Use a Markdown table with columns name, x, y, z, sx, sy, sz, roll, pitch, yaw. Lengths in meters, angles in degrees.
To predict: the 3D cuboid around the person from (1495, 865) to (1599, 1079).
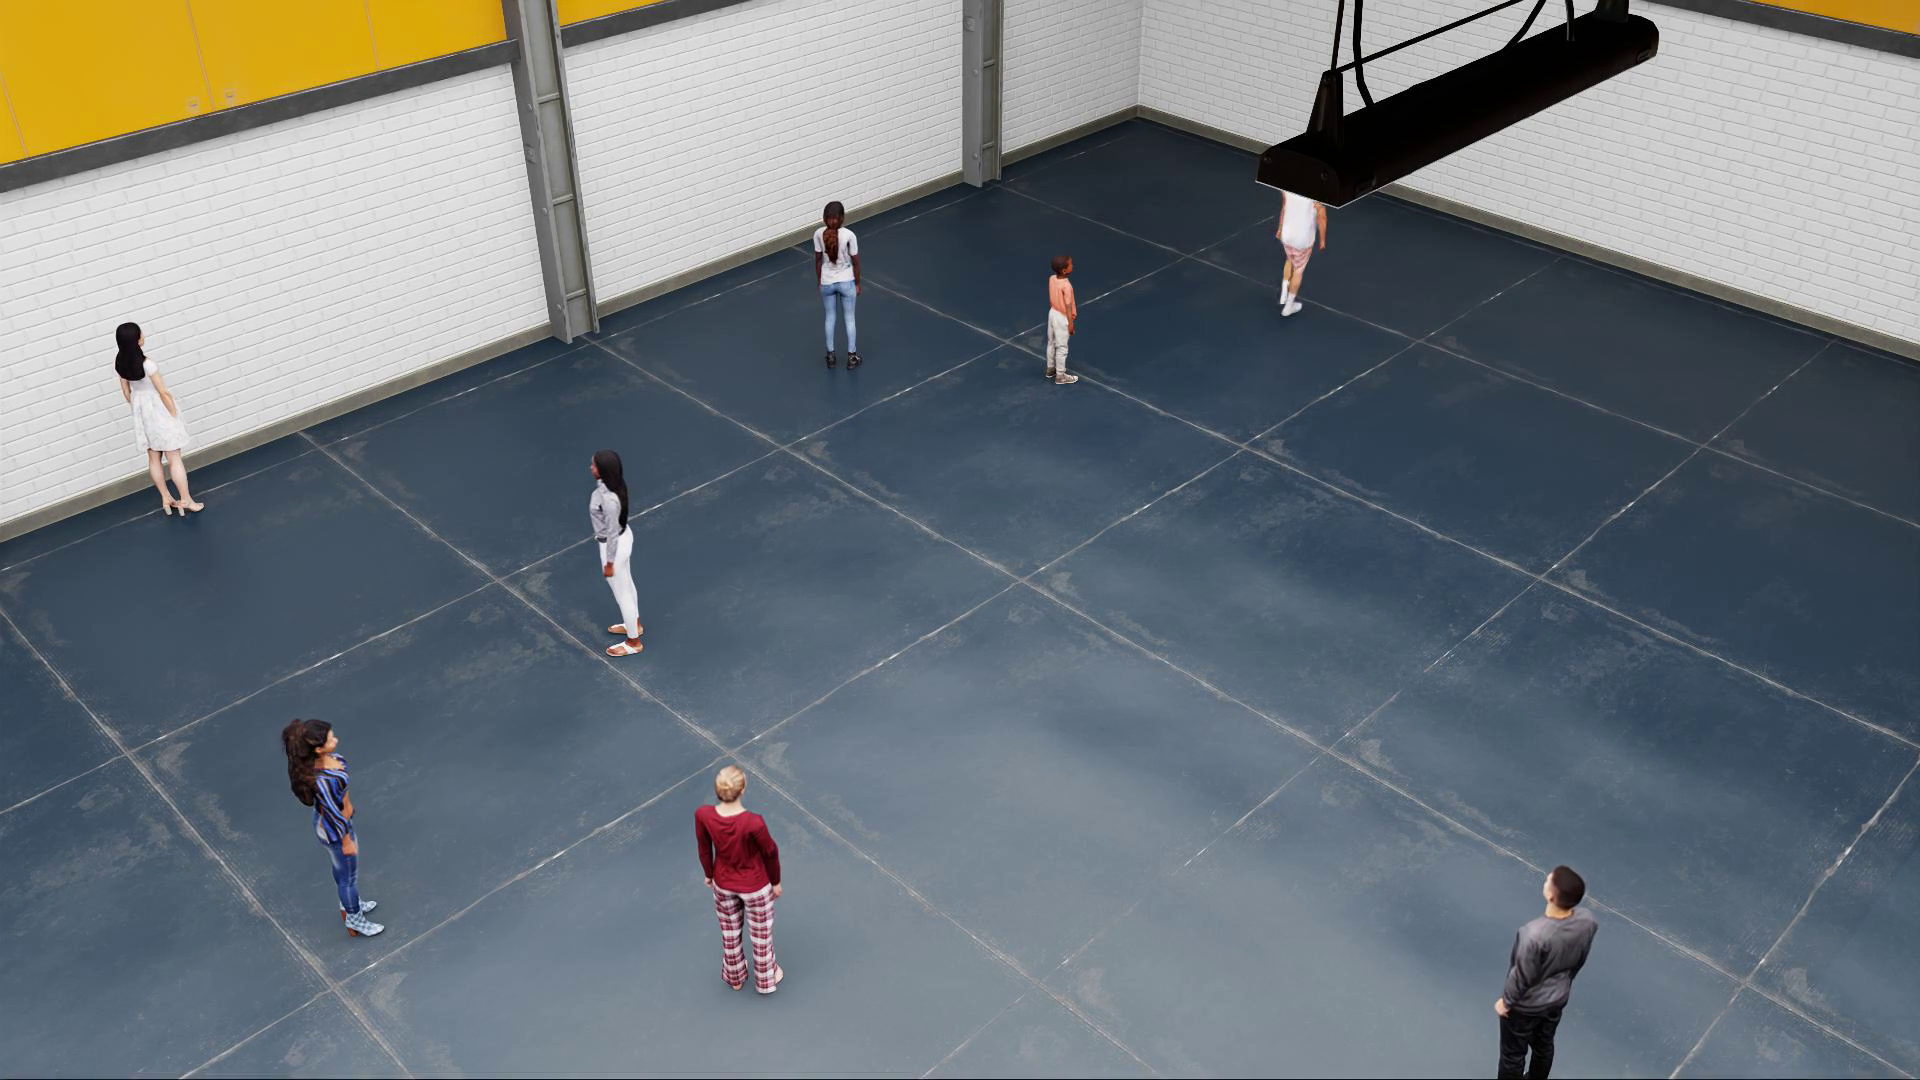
| name | x | y | z | sx | sy | sz | roll | pitch | yaw |
| --- | --- | --- | --- | --- | --- | --- | --- | --- | --- |
| person | 3.048 | 2.394 | 8.771 | 0.613 | 1.760 | 0.752 | -13 | 36 | -18 |

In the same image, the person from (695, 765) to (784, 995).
| name | x | y | z | sx | sy | sz | roll | pitch | yaw |
| --- | --- | --- | --- | --- | --- | --- | --- | --- | --- |
| person | -1.250 | 1.937 | 9.518 | 0.683 | 1.697 | 0.685 | 7 | 34 | 10 |

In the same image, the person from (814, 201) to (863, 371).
| name | x | y | z | sx | sy | sz | roll | pitch | yaw |
| --- | --- | --- | --- | --- | --- | --- | --- | --- | --- |
| person | -1.184 | -2.479 | 16.139 | 0.669 | 1.719 | 0.701 | 5 | 34 | 7 |

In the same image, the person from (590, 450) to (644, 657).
| name | x | y | z | sx | sy | sz | roll | pitch | yaw |
| --- | --- | --- | --- | --- | --- | --- | --- | --- | --- |
| person | -2.543 | 0.069 | 12.301 | 0.712 | 1.725 | 0.671 | -3 | 34 | -5 |

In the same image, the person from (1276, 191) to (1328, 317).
| name | x | y | z | sx | sy | sz | roll | pitch | yaw |
| --- | --- | --- | --- | --- | --- | --- | --- | --- | --- |
| person | 3.426 | -3.119 | 17.055 | 0.671 | 1.772 | 0.669 | 26 | 41 | 33 |

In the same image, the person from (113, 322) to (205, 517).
| name | x | y | z | sx | sy | sz | roll | pitch | yaw |
| --- | --- | --- | --- | --- | --- | --- | --- | --- | --- |
| person | -6.711 | -1.006 | 13.874 | 0.763 | 1.774 | 0.791 | 9 | 35 | 14 |

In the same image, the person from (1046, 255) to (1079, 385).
| name | x | y | z | sx | sy | sz | roll | pitch | yaw |
| --- | --- | --- | --- | --- | --- | --- | --- | --- | --- |
| person | 0.962 | -2.137 | 15.995 | 0.542 | 1.311 | 0.542 | -17 | 37 | -24 |

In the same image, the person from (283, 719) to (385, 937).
| name | x | y | z | sx | sy | sz | roll | pitch | yaw |
| --- | --- | --- | --- | --- | --- | --- | --- | --- | --- |
| person | -3.725 | 1.704 | 9.937 | 0.664 | 1.620 | 0.687 | -15 | 36 | -21 |
